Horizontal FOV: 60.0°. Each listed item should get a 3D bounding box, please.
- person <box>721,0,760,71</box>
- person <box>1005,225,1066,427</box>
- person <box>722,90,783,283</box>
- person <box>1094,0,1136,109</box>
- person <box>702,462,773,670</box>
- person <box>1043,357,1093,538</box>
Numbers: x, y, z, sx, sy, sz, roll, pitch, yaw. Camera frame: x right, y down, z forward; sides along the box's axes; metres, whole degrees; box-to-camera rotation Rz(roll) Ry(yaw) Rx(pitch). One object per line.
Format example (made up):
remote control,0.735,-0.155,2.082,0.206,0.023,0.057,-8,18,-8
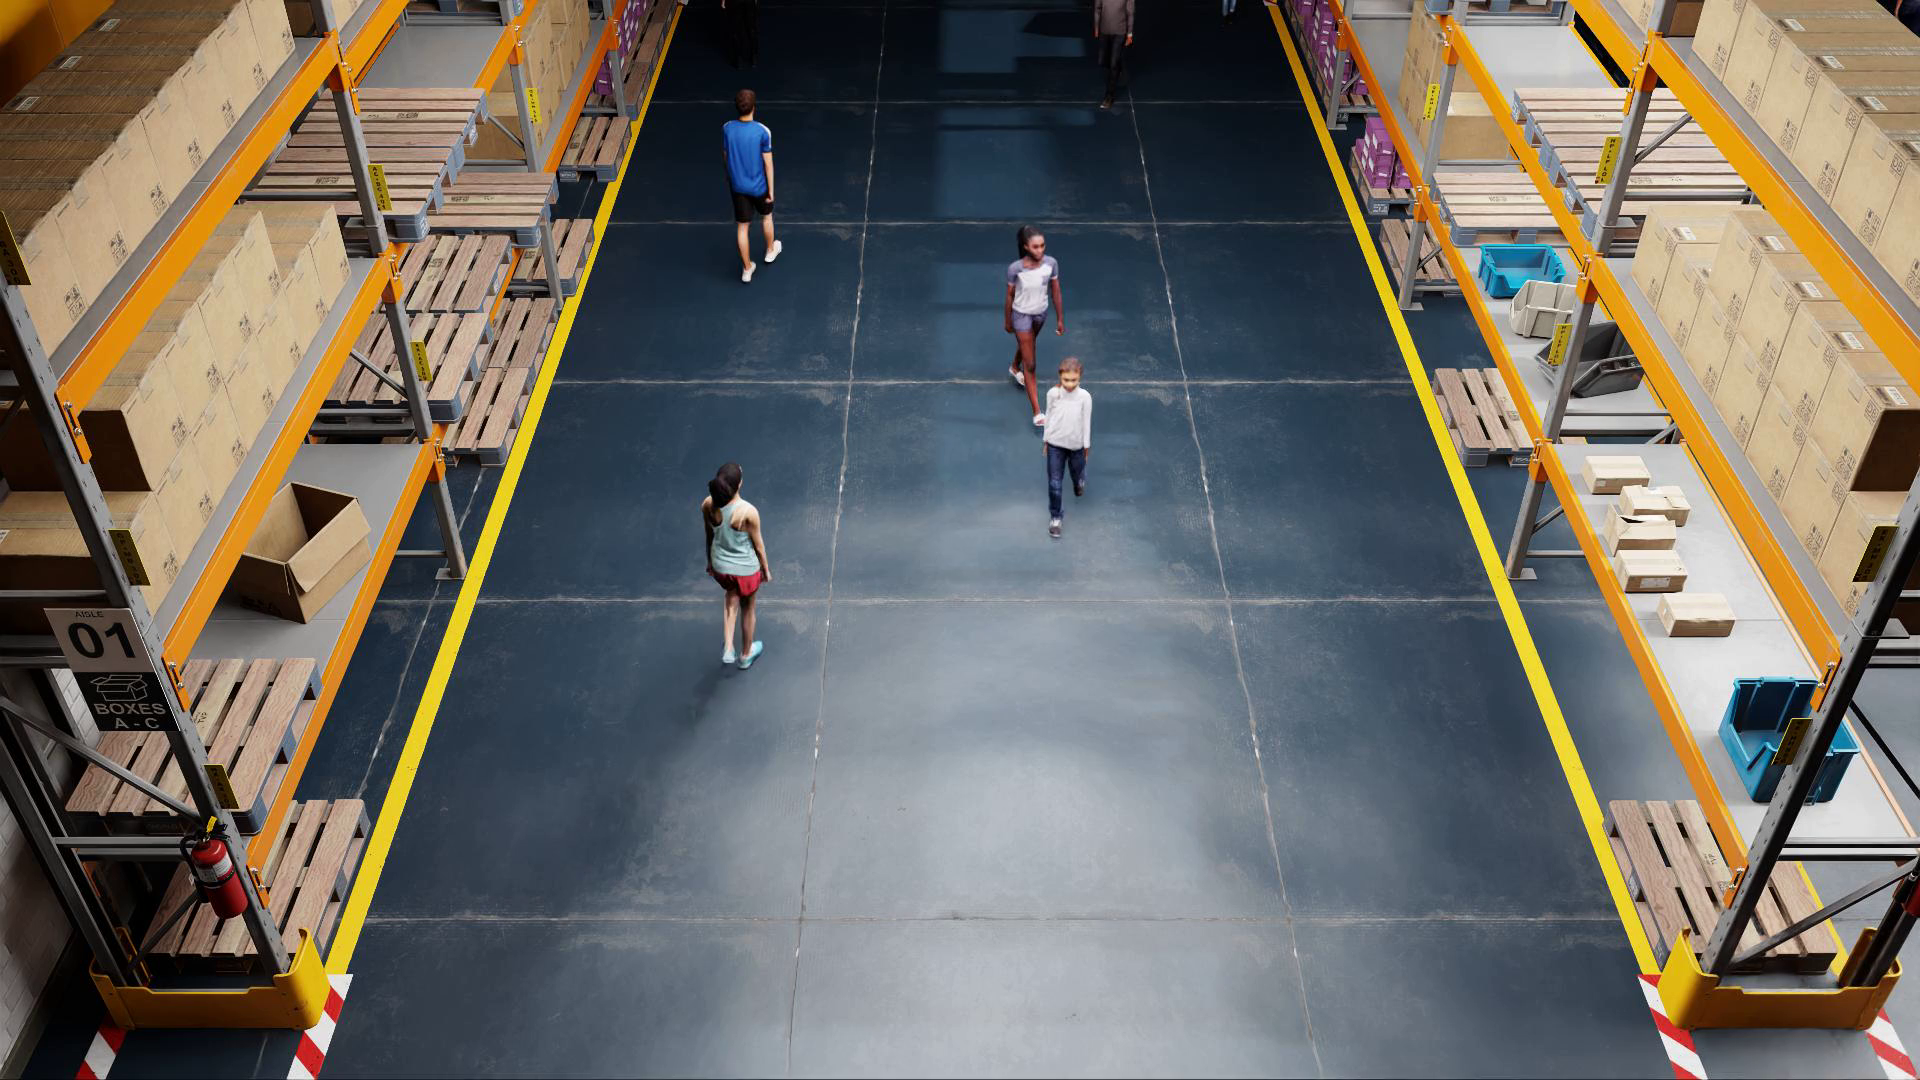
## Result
person,-2.635,-6.473,19.872,0.649,1.689,0.643,-11,40,-13
person,0.577,-1.919,14.185,0.955,1.669,1.294,-14,41,-17
person,-2.034,-3.330,15.818,0.711,1.836,0.955,2,39,2
person,1.800,-5.872,19.063,1.009,1.759,0.881,2,39,2
person,-1.567,0.240,11.414,0.711,1.753,0.793,12,40,14
person,0.833,-0.793,12.879,0.614,1.539,0.906,6,39,8
